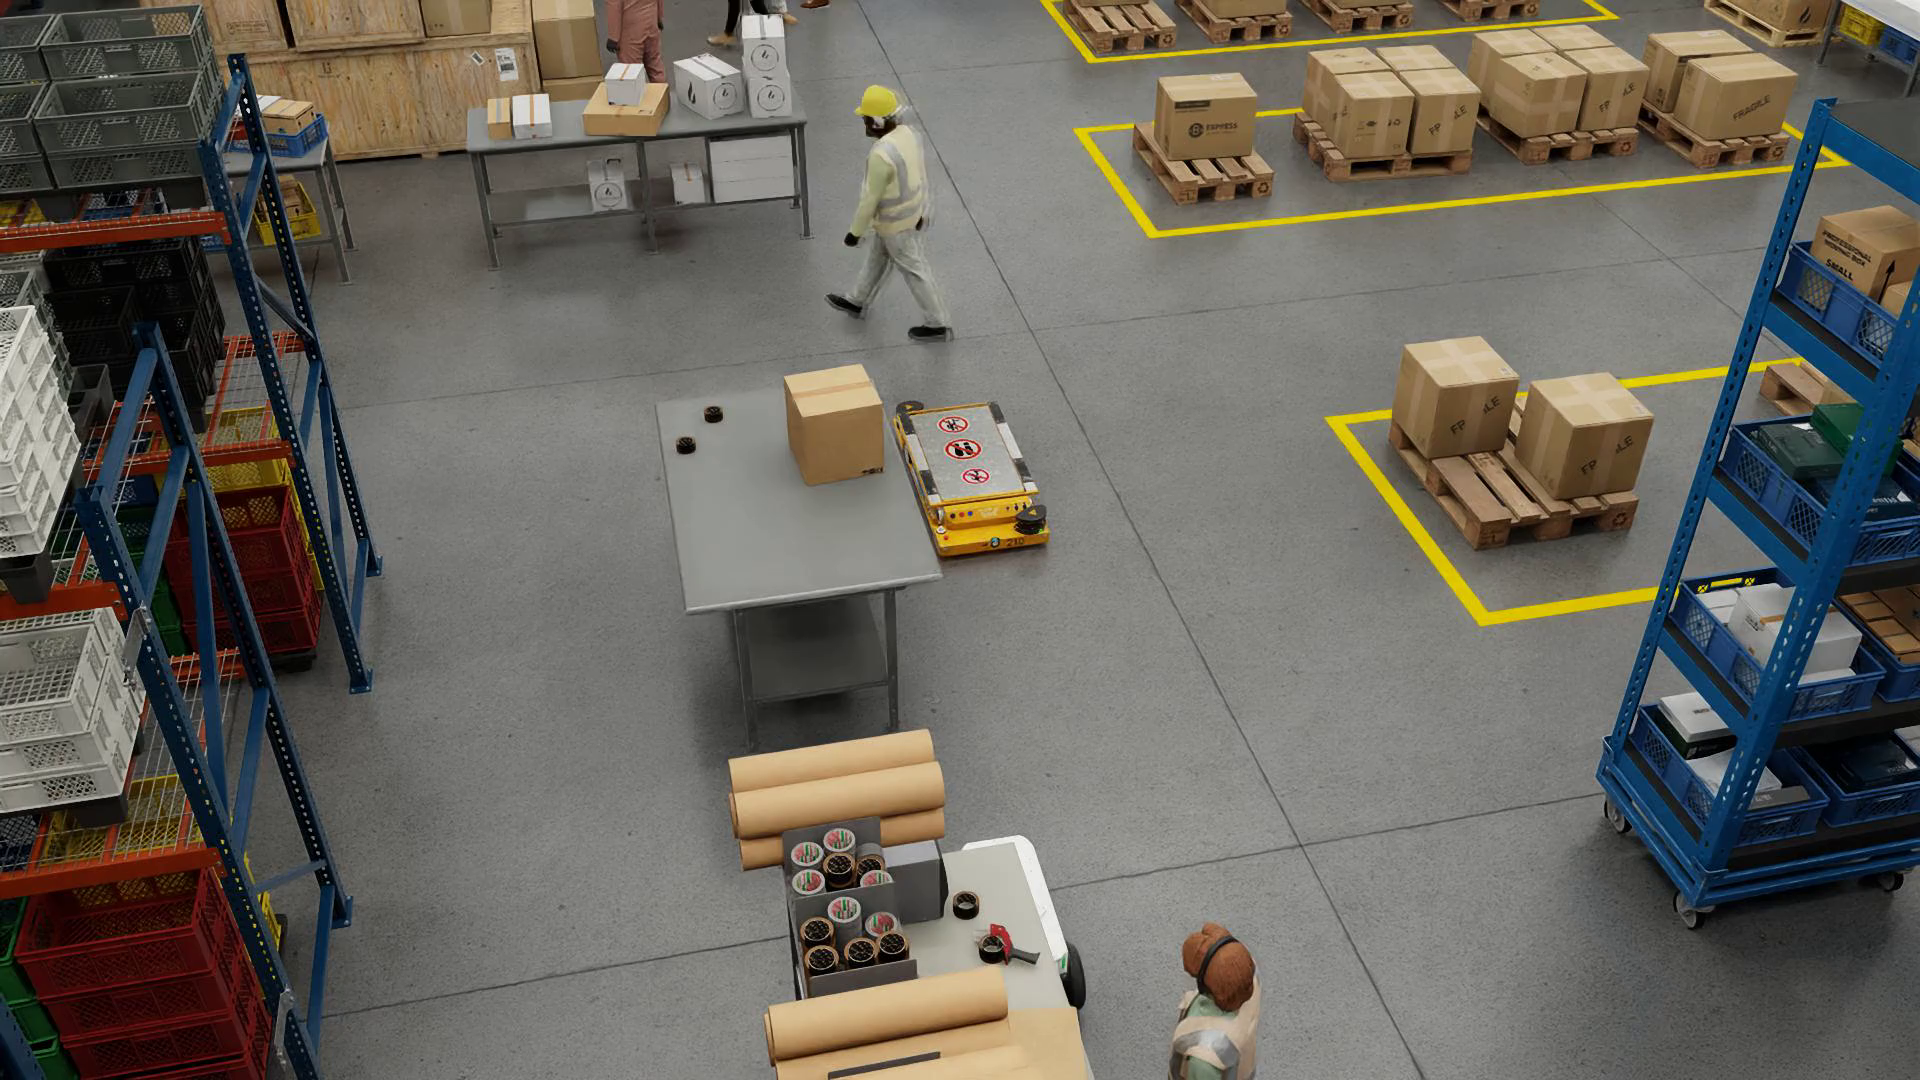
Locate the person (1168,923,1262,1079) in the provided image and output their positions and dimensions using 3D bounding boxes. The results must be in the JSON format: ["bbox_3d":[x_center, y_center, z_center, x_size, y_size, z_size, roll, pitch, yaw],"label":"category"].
[{"bbox_3d":[0.866,1.941,5.785,0.315,1.636,0.515,15,39,19],"label":"person"}]

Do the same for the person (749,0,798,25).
[{"bbox_3d":[-1.857,-5.877,16.135,0.431,1.836,0.624,29,45,33],"label":"person"}]

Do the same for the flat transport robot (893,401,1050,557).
[{"bbox_3d":[0.046,-0.430,10.108,0.652,0.197,1.431,-8,37,-10],"label":"flat transport robot"}]

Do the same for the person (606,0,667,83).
[{"bbox_3d":[-2.752,-4.350,14.012,0.410,1.912,0.651,22,42,27],"label":"person"}]

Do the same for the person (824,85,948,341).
[{"bbox_3d":[-0.504,-2.193,11.233,0.970,1.772,0.602,9,38,11],"label":"person"}]

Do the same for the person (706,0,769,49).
[{"bbox_3d":[-2.129,-5.363,15.564,0.776,1.664,0.549,-1,37,-2],"label":"person"}]

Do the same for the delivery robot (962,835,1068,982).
[{"bbox_3d":[0.218,1.590,7.081,0.477,0.478,0.707,-7,37,-9],"label":"delivery robot"}]

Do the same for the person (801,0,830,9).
[{"bbox_3d":[-1.505,-6.303,16.692,0.331,1.854,0.520,-7,37,-9],"label":"person"}]
